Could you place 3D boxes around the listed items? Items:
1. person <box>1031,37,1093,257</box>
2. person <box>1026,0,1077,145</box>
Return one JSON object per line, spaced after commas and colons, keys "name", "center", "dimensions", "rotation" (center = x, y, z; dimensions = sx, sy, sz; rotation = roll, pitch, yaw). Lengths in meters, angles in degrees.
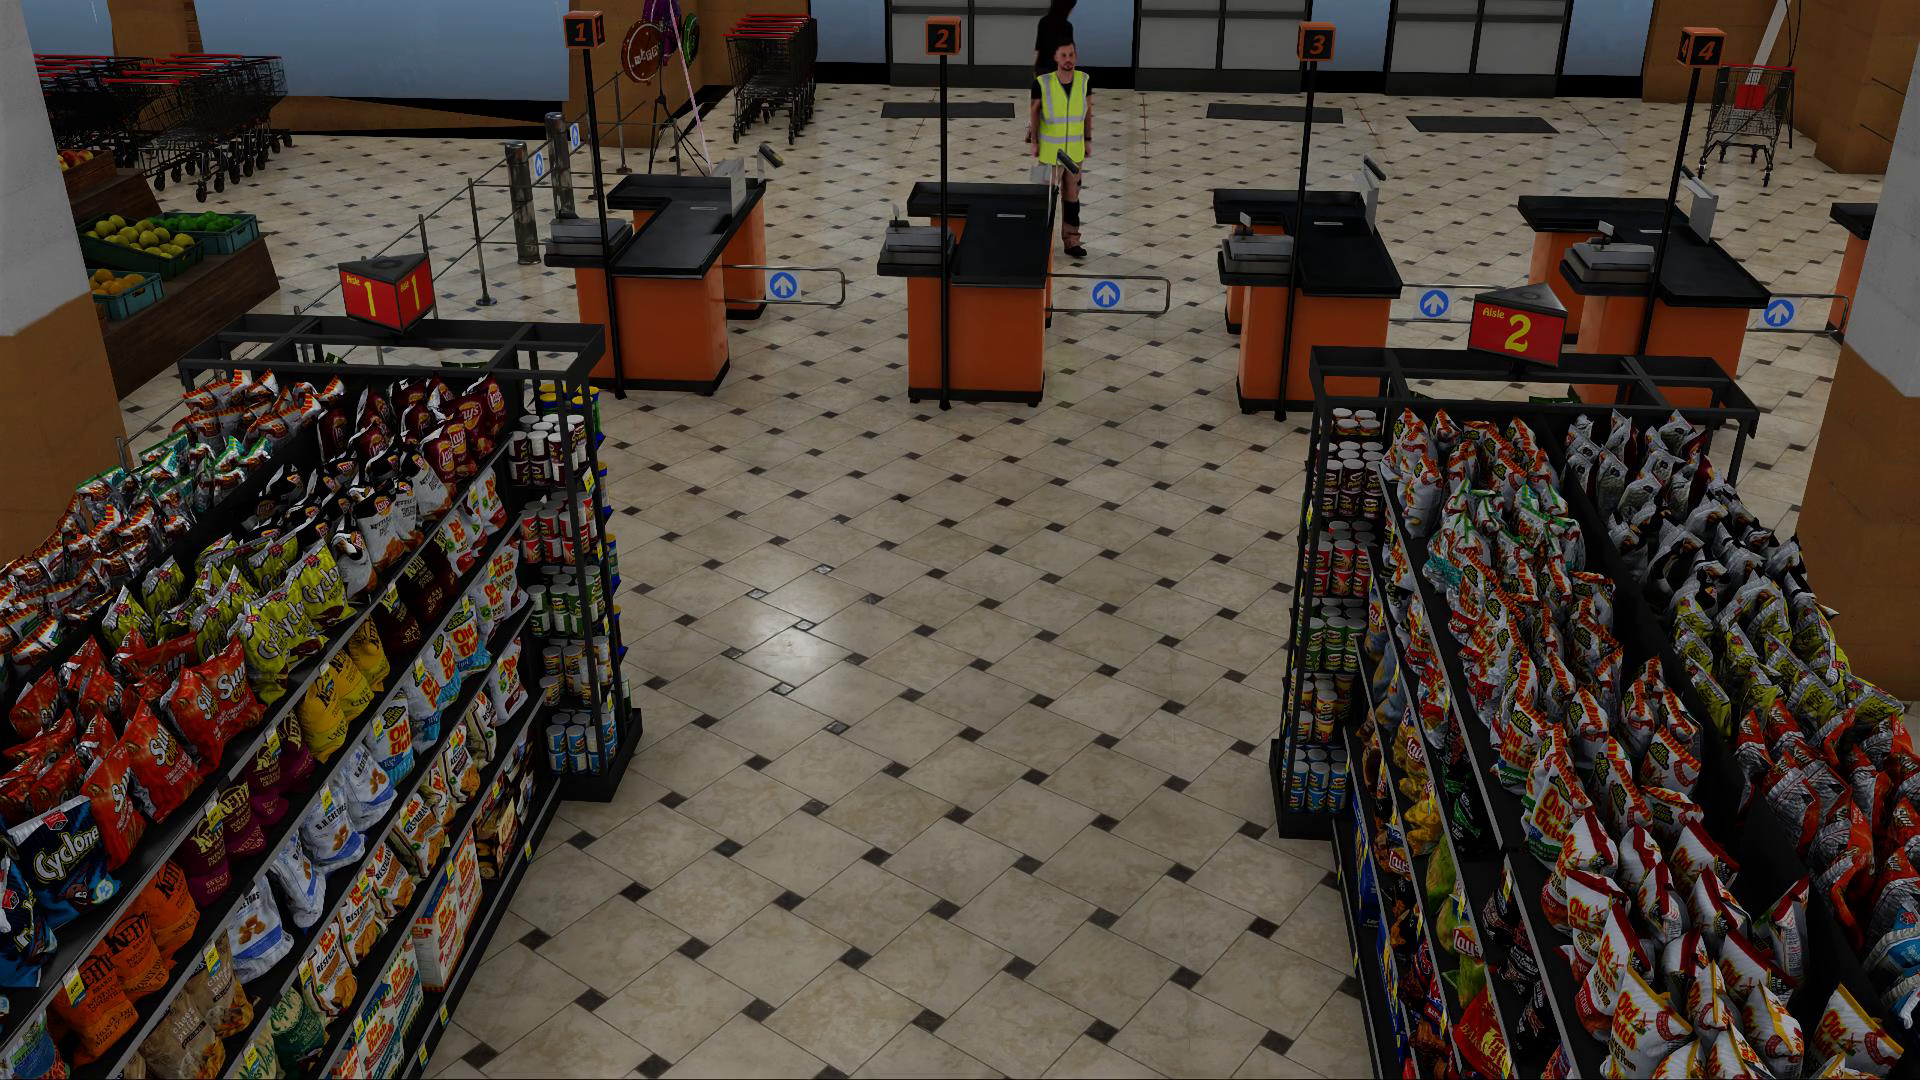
{"name": "person", "center": [0.854, -3.260, 13.863], "dimensions": [0.810, 1.844, 0.827], "rotation": [-8, 28, -15]}
{"name": "person", "center": [0.956, -4.839, 17.243], "dimensions": [0.759, 1.604, 0.721], "rotation": [8, 28, 15]}
